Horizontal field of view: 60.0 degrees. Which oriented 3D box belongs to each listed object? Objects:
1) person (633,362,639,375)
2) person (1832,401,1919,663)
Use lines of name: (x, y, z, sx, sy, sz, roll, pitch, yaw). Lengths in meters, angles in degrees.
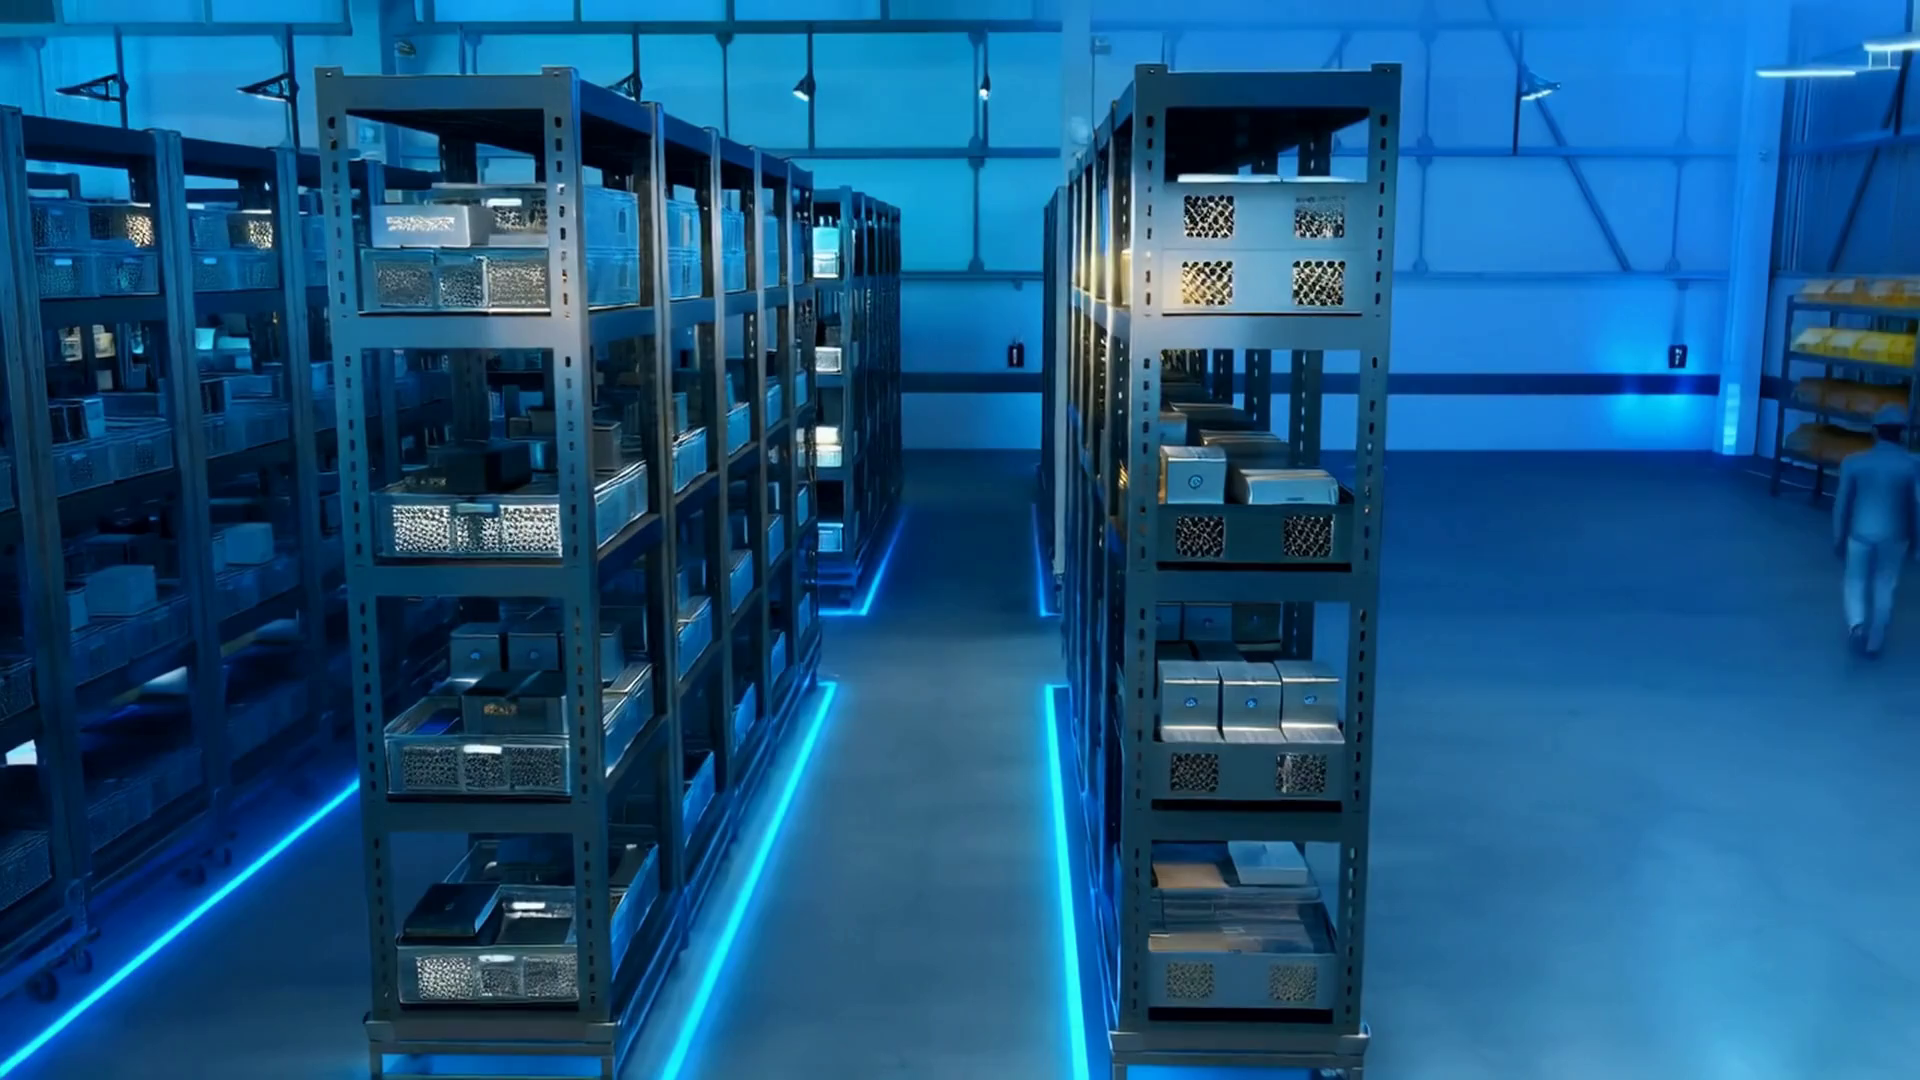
person: (-4.499, -1.767, 22.961, 0.911, 1.786, 0.618, -2, 10, -13)
person: (6.771, -0.031, 12.249, 0.619, 1.976, 0.643, 4, 10, 22)
